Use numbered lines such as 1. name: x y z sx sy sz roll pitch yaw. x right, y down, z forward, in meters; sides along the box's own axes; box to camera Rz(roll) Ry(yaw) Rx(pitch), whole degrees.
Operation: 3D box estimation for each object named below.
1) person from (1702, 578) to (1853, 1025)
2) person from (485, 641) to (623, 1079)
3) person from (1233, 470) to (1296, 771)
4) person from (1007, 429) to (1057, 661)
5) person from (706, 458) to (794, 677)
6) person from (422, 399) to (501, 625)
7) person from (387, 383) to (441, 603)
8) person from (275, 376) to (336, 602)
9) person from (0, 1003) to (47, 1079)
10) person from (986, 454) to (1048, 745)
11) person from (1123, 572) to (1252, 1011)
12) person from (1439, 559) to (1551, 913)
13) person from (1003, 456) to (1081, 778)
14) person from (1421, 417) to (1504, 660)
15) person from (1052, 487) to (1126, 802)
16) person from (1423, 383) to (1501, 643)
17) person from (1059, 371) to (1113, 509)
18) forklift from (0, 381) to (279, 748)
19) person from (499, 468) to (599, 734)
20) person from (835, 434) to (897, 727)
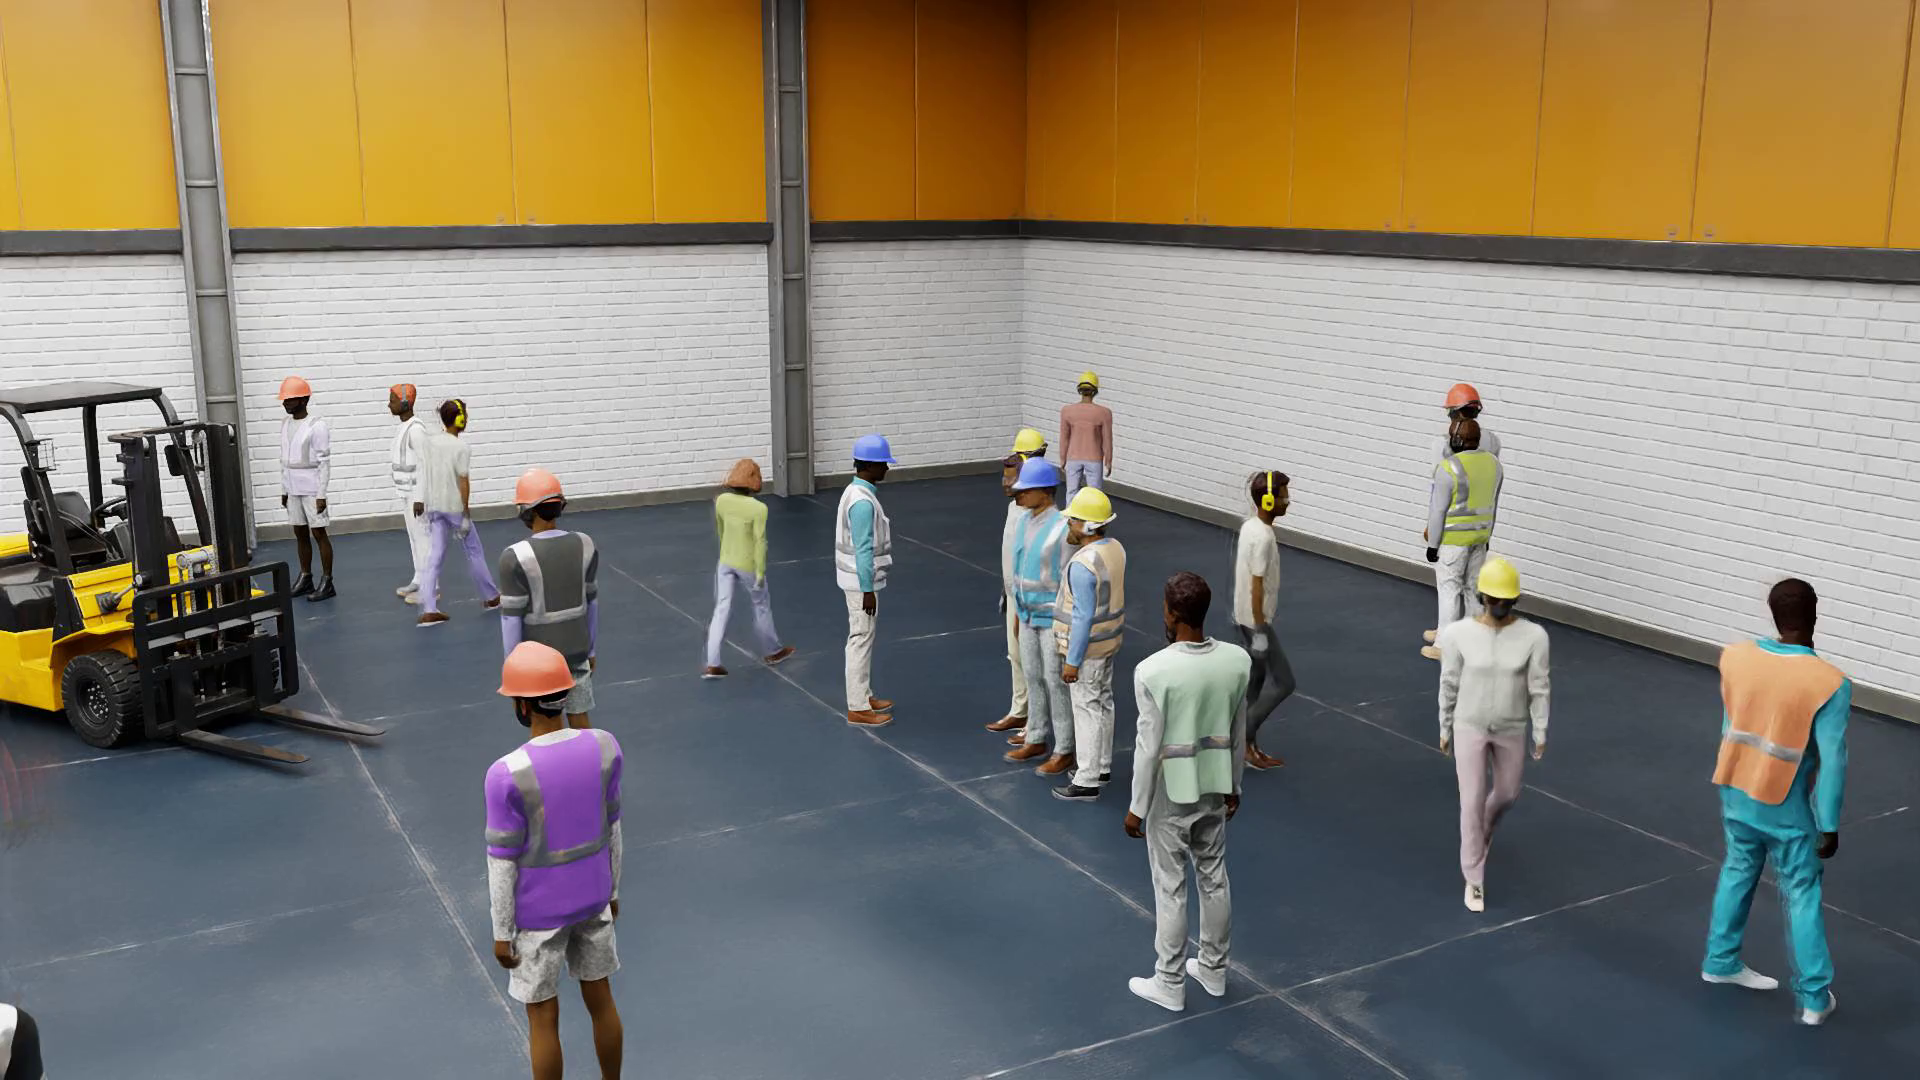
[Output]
1. person: 3.512 1.109 7.167 0.456 1.879 0.616 -6 14 -27
2. person: -1.484 1.311 6.086 0.545 1.930 0.387 -12 17 -44
3. person: 1.847 0.498 10.052 0.385 1.859 0.549 1 12 3
4. person: 0.537 0.046 12.424 0.337 1.760 0.527 8 14 33
5. person: -1.582 0.191 12.129 0.515 1.586 0.856 7 14 30
6. person: -4.133 -0.251 13.658 0.543 1.818 0.963 6 14 27
7. person: -4.675 -0.403 14.226 0.337 1.879 0.584 -7 14 -28
8. person: -5.628 -0.439 14.261 0.544 1.939 0.354 6 14 27
9. person: -2.684 1.786 4.412 0.533 1.693 0.319 -7 14 -29
10. person: 0.389 0.373 10.620 0.316 1.868 0.531 -5 13 -24
11. person: 0.985 1.084 7.174 0.599 1.915 0.376 -7 14 -30
12. person: 2.666 0.919 8.361 0.527 1.741 0.745 2 12 9
13. person: 0.510 0.453 10.063 0.399 1.947 0.613 -8 14 -33
14. person: 3.748 -0.005 12.473 0.624 1.838 0.430 -7 14 -28
15. person: 0.738 0.599 9.637 0.403 1.837 0.591 5 13 23
16. person: 3.851 -0.196 12.879 0.615 2.038 0.396 -5 13 -22
17. person: 1.230 -0.769 16.243 0.532 1.758 0.345 3 13 16
18. forklift: -5.853 0.085 11.199 2.313 2.155 1.214 7 14 28
19. person: -2.242 0.619 9.092 0.419 2.034 0.607 11 16 41
20. person: -0.615 0.264 10.977 0.415 1.939 0.604 -1 12 -4
